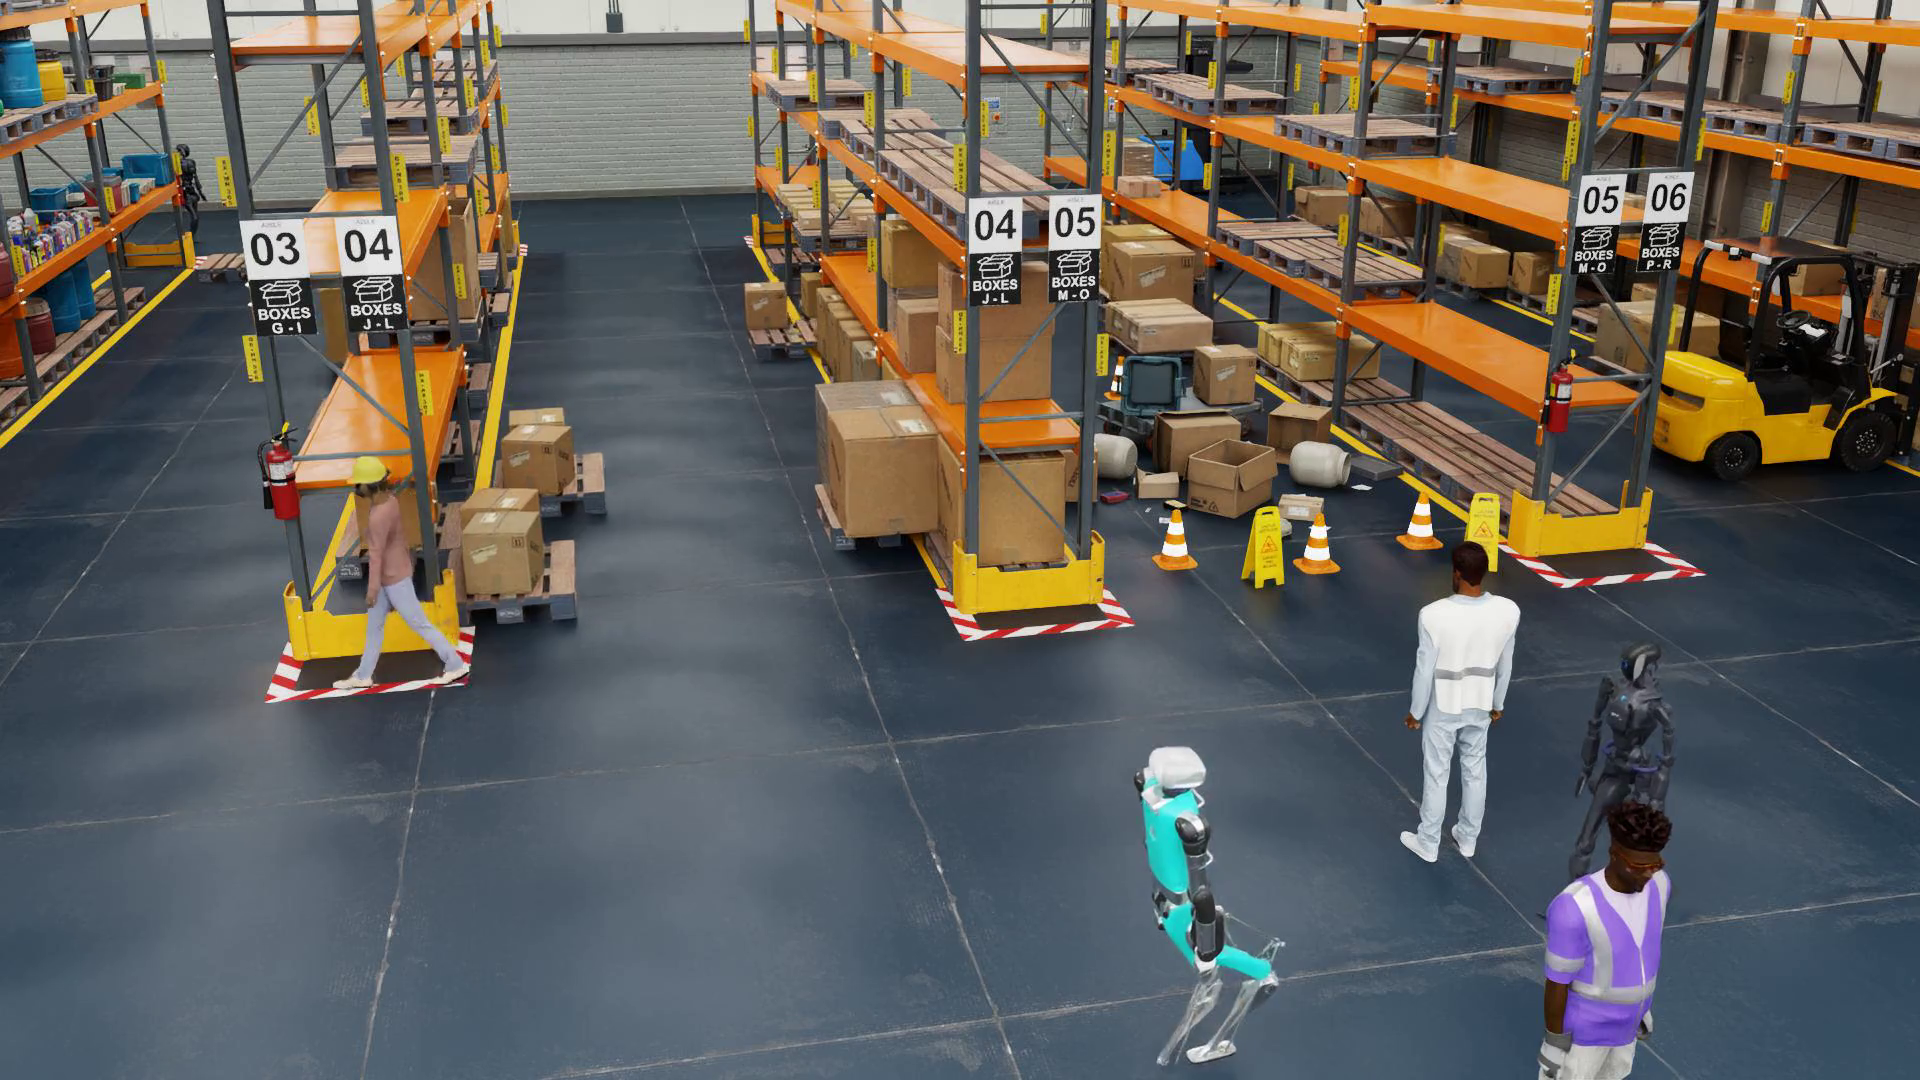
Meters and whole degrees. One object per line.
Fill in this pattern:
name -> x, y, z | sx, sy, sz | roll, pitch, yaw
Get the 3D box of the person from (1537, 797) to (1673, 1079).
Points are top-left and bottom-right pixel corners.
person -> 2.551, 1.905, 6.639 | 0.611, 1.962, 0.363 | -11, 23, -28

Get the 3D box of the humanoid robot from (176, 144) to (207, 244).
humanoid robot -> -12.840, -5.757, 27.685 | 0.395, 1.651, 0.587 | 4, 21, 10

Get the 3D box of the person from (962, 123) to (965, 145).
person -> 0.276, -7.018, 31.093 | 0.772, 1.665, 0.549 | -1, 20, -4

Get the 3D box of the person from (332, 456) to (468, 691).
person -> -3.916, 0.242, 11.470 | 0.921, 1.713, 0.529 | -5, 21, -13

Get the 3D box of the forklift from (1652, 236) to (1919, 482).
forklift -> 8.013, -1.814, 16.330 | 2.313, 2.155, 1.214 | -4, 21, -12

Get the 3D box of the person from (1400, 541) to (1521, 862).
person -> 2.802, 0.920, 9.359 | 0.592, 1.919, 0.392 | -4, 21, -11

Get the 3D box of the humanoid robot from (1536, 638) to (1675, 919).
humanoid robot -> 3.528, 1.290, 8.801 | 0.771, 1.635, 0.589 | -10, 23, -25

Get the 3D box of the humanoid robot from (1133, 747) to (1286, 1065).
humanoid robot -> 1.165, 1.715, 7.512 | 0.801, 1.793, 0.558 | -7, 22, -19

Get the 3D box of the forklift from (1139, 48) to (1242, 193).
forklift -> 4.566, -8.313, 32.860 | 1.873, 2.768, 1.129 | -4, 21, -12
